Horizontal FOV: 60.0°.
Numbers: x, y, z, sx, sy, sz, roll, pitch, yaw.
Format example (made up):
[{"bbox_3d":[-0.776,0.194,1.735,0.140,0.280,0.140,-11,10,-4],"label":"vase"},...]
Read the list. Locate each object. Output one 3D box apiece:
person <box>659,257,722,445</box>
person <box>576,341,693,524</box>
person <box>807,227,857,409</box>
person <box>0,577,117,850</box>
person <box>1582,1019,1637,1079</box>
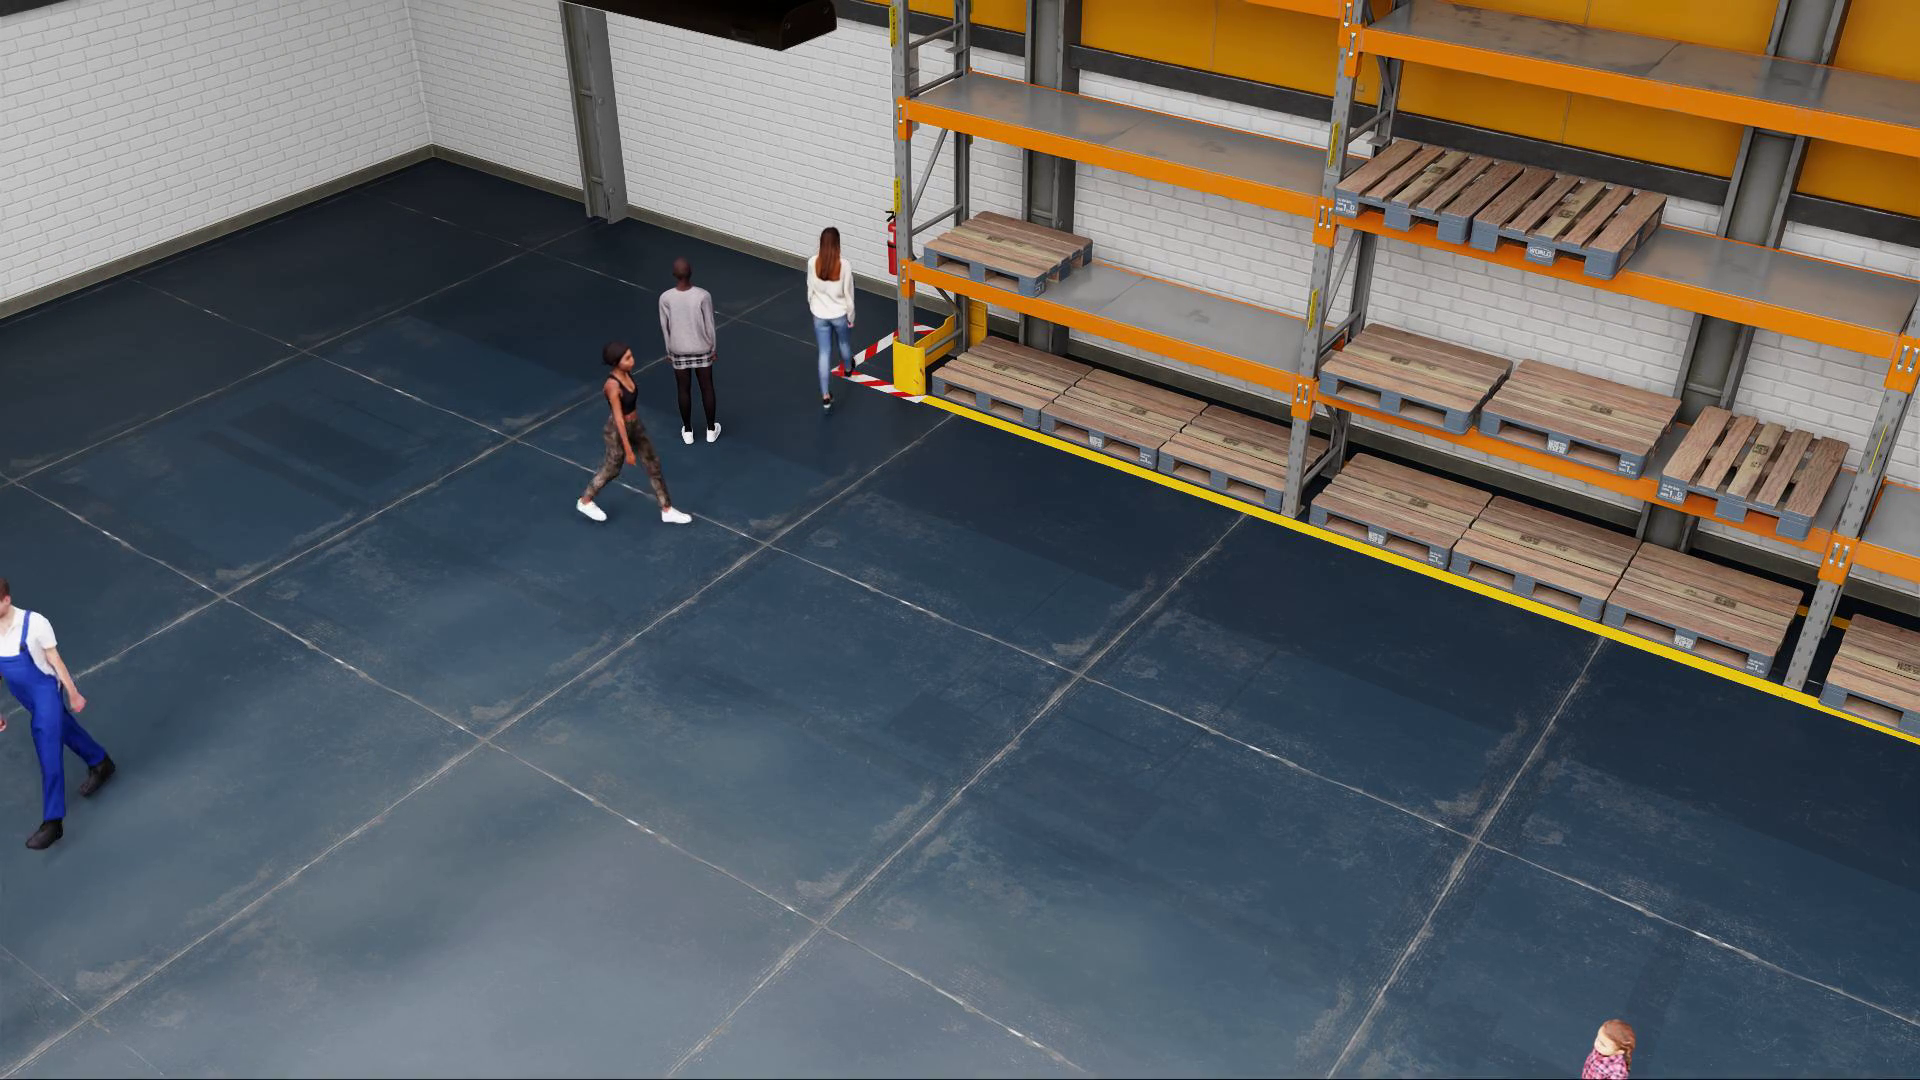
[{"bbox_3d":[-2.355,-1.661,14.550,0.682,1.770,0.756,-3,34,-5],"label":"person"},{"bbox_3d":[-2.788,-0.824,13.398,1.261,1.651,0.931,6,34,9],"label":"person"},{"bbox_3d":[-1.188,-1.999,15.171,1.152,1.645,1.004,6,34,9],"label":"person"},{"bbox_3d":[-5.809,0.940,10.608,1.204,1.802,1.072,4,34,6],"label":"person"},{"bbox_3d":[3.276,2.825,8.477,0.553,1.021,0.498,-3,34,-5],"label":"person"}]
